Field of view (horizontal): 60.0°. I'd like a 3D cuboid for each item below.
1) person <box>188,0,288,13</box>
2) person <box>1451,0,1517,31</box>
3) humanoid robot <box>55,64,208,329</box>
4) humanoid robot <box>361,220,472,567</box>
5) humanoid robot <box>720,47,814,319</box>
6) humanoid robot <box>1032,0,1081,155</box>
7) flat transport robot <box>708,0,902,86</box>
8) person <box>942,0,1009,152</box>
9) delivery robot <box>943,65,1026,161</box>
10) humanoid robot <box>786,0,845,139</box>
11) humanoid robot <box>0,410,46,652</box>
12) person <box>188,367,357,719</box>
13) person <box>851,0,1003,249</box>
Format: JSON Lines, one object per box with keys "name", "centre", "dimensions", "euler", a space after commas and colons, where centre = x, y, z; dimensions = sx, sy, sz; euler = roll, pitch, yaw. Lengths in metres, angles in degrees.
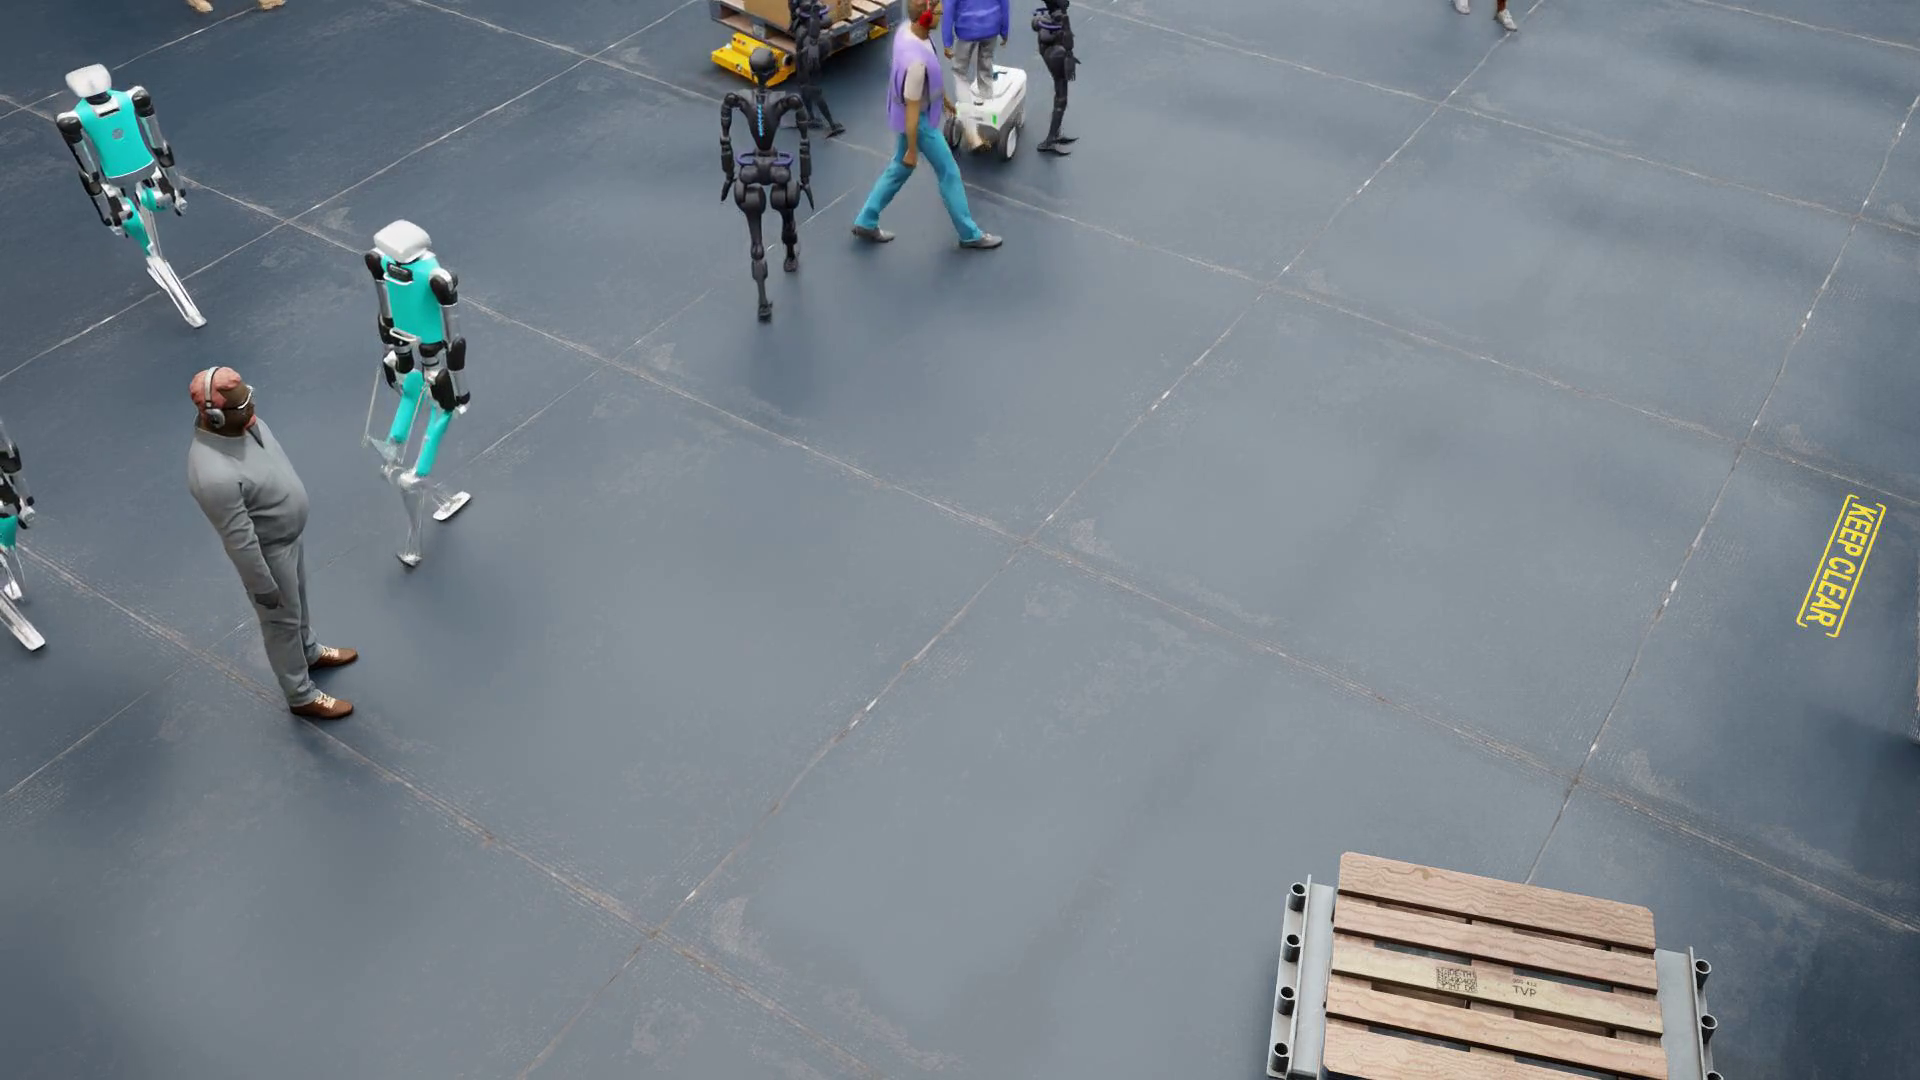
{"name": "person", "centre": [-6.072, -5.073, 13.400], "dimensions": [0.894, 1.674, 0.535], "euler": [1, 42, 1]}
{"name": "person", "centre": [4.337, -5.073, 13.230], "dimensions": [0.557, 1.925, 0.678], "euler": [-8, 42, -8]}
{"name": "humanoid robot", "centre": [-5.047, -2.119, 10.082], "dimensions": [0.559, 1.752, 1.042], "euler": [-30, 50, -30]}
{"name": "humanoid robot", "centre": [-2.860, -0.646, 8.463], "dimensions": [0.547, 1.855, 0.848], "euler": [20, 46, 21]}
{"name": "humanoid robot", "centre": [-1.201, -2.239, 10.269], "dimensions": [0.591, 1.616, 0.815], "euler": [0, 42, 0]}
{"name": "humanoid robot", "centre": [0.708, -3.511, 11.649], "dimensions": [0.409, 1.651, 0.587], "euler": [-7, 42, -8]}
{"name": "flat transport robot", "centre": [-1.242, -4.041, 13.301], "dimensions": [0.659, 0.231, 1.431], "euler": [31, 50, 30]}
{"name": "person", "centre": [0.113, -3.553, 11.567], "dimensions": [0.499, 1.853, 0.452], "euler": [-11, 43, -12]}
{"name": "delivery robot", "centre": [0.217, -3.122, 12.072], "dimensions": [0.499, 0.613, 0.811], "euler": [14, 44, 15]}
{"name": "humanoid robot", "centre": [-1.058, -3.637, 11.813], "dimensions": [0.407, 1.657, 0.612], "euler": [-14, 44, -15]}
{"name": "humanoid robot", "centre": [-4.761, -0.174, 7.945], "dimensions": [0.821, 1.877, 0.550], "euler": [32, 51, 30]}
{"name": "person", "centre": [-3.115, 0.008, 7.544], "dimensions": [0.406, 1.905, 0.651], "euler": [-7, 42, -8]}
{"name": "person", "centre": [-0.252, -2.676, 10.629], "dimensions": [0.979, 1.786, 0.561], "euler": [-7, 42, -7]}
